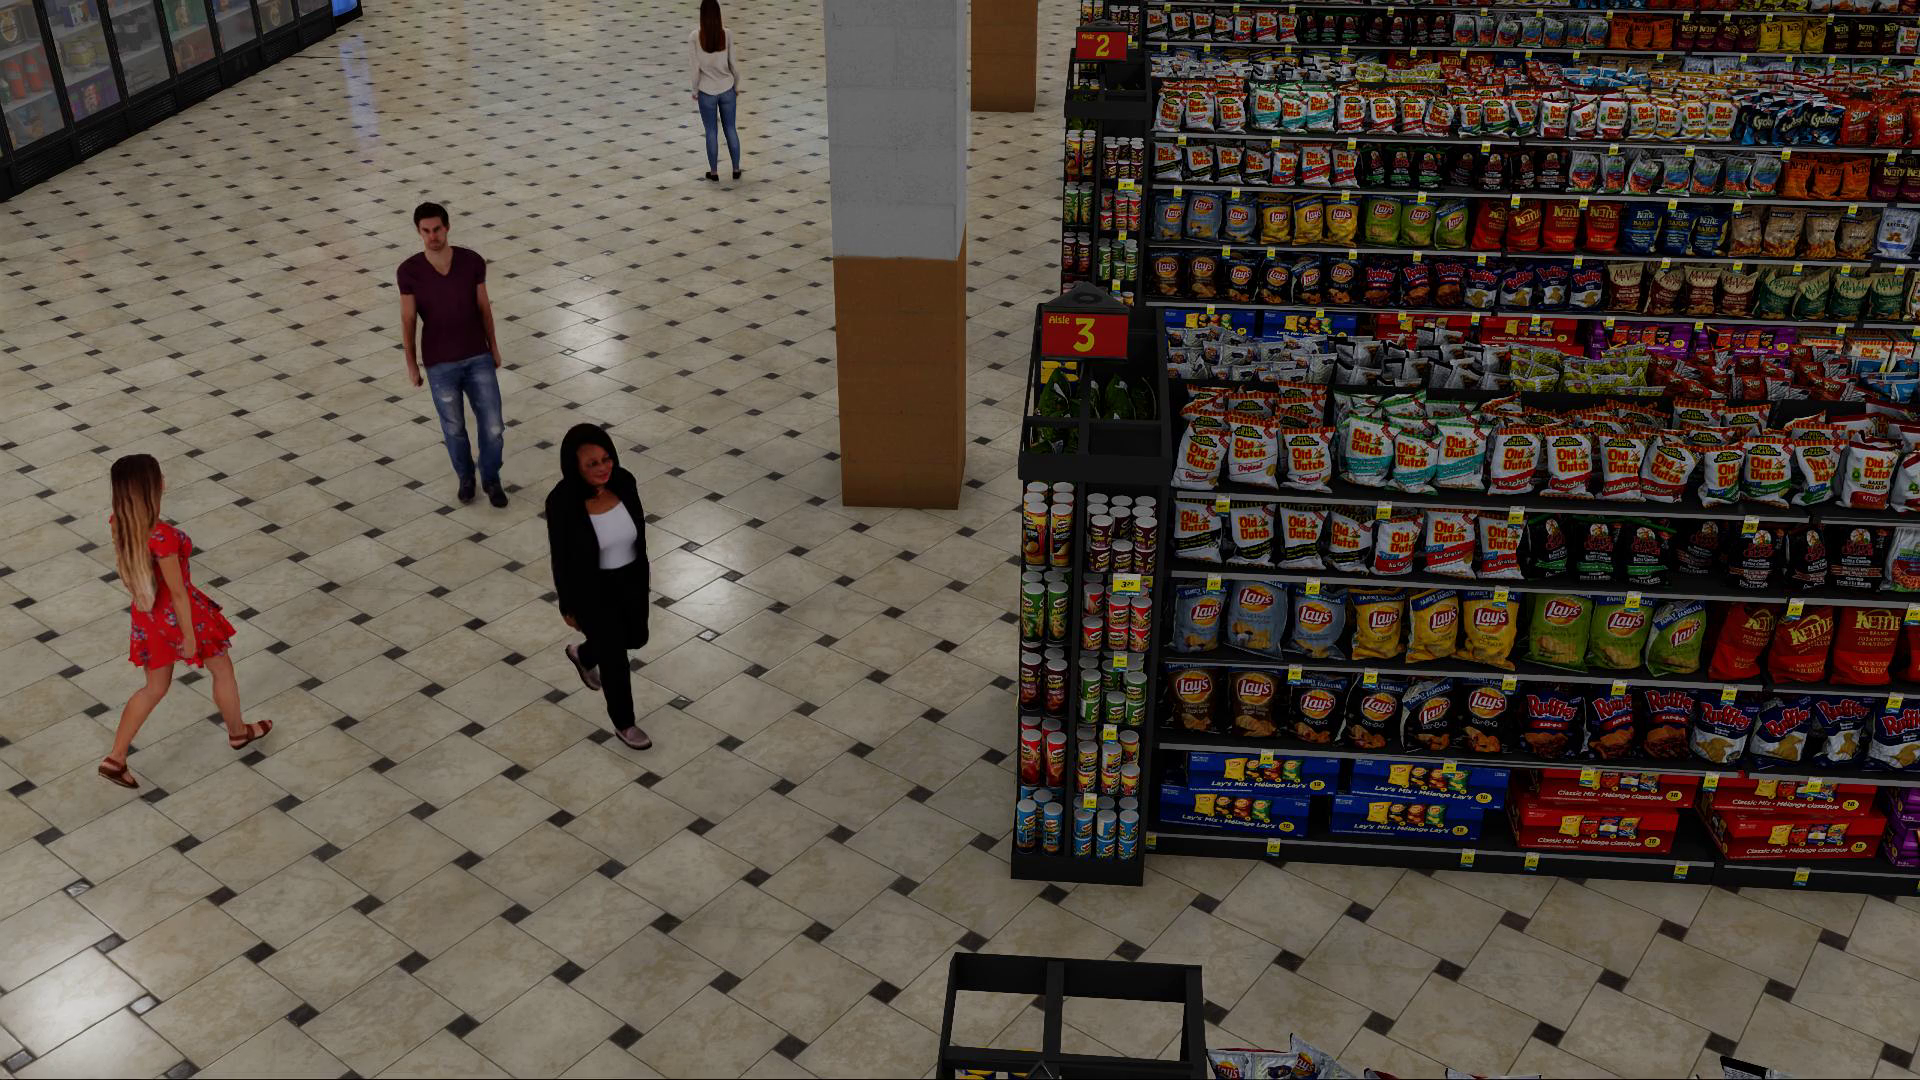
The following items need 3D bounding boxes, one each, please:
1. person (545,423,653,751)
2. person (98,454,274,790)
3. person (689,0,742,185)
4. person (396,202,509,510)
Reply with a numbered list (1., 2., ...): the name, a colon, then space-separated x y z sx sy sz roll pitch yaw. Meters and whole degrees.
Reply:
1. person: -1.664 0.186 7.594 1.033 1.600 0.928 22 36 35
2. person: -3.531 0.385 7.268 1.038 1.564 0.898 15 32 25
3. person: -2.269 -4.184 15.504 0.613 1.691 0.750 -8 30 -14
4. person: -2.944 -1.099 9.702 0.796 1.836 0.873 -9 30 -16
